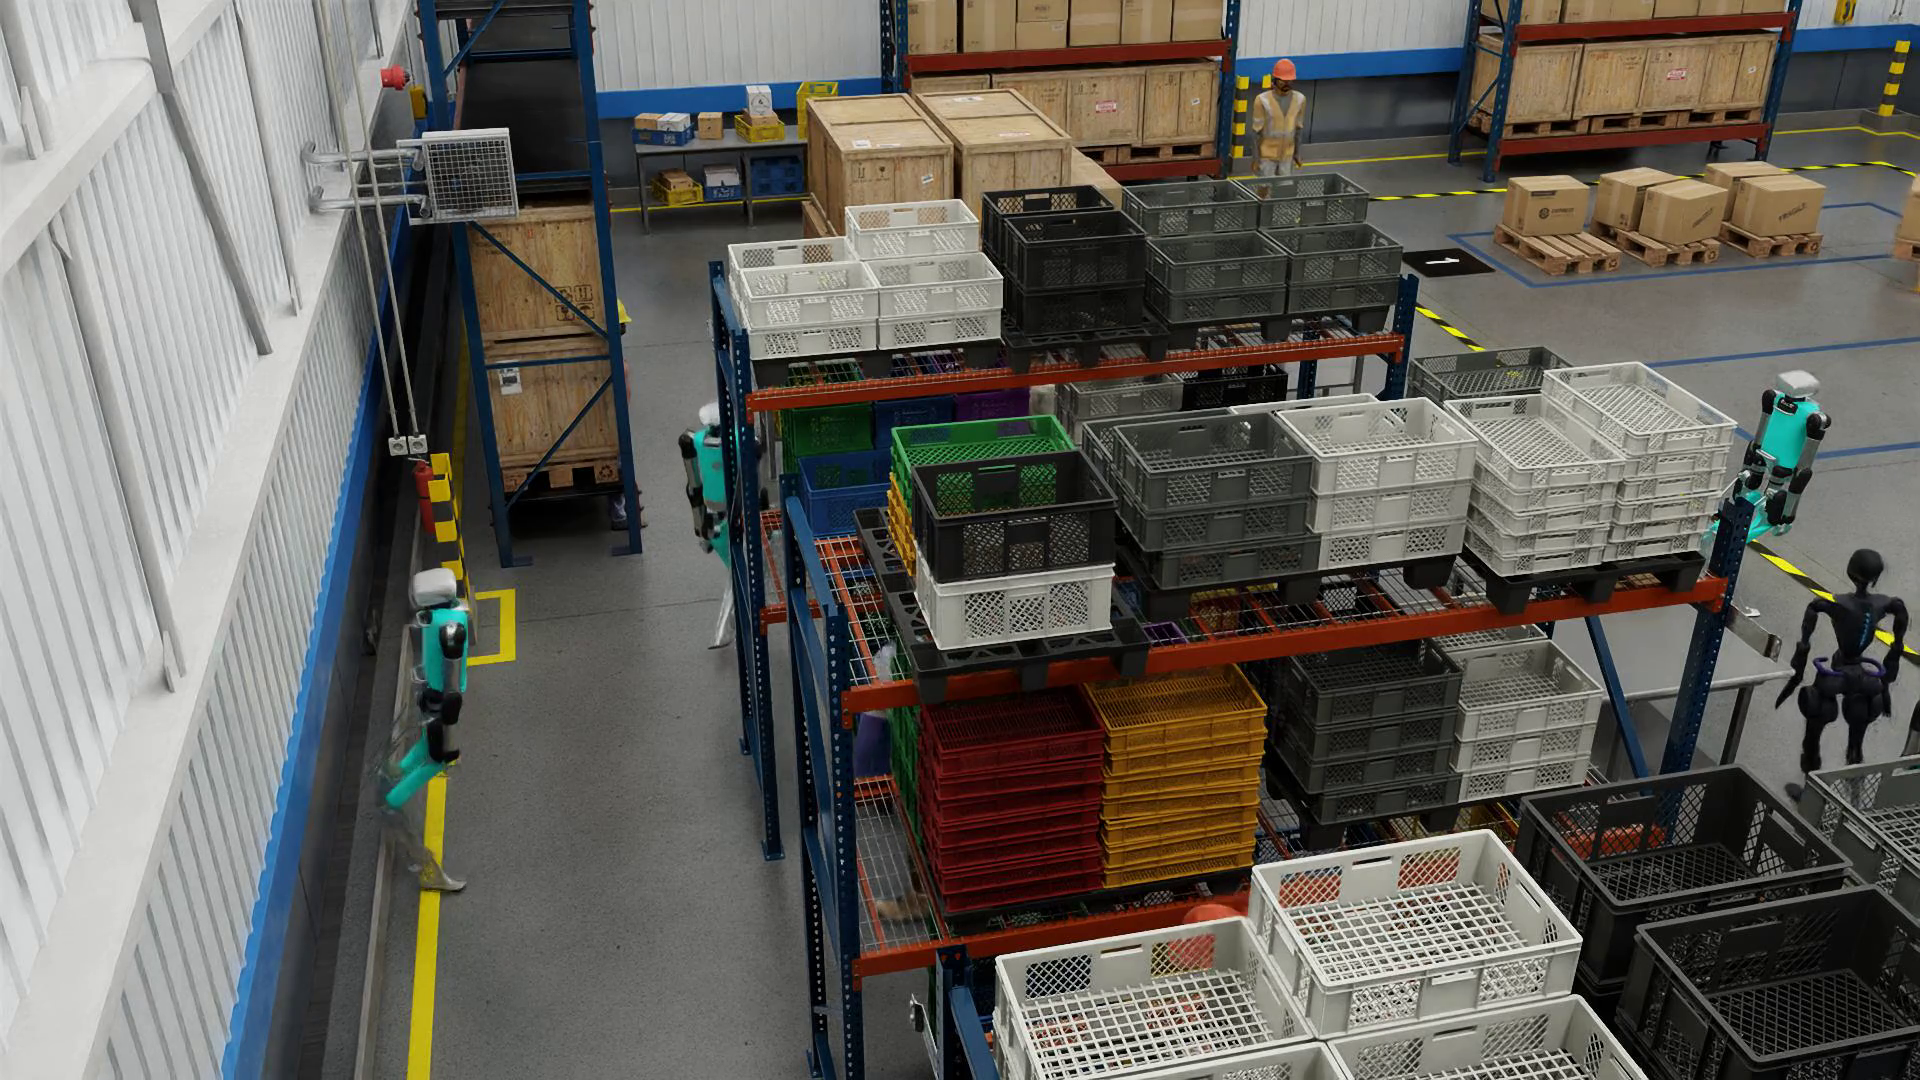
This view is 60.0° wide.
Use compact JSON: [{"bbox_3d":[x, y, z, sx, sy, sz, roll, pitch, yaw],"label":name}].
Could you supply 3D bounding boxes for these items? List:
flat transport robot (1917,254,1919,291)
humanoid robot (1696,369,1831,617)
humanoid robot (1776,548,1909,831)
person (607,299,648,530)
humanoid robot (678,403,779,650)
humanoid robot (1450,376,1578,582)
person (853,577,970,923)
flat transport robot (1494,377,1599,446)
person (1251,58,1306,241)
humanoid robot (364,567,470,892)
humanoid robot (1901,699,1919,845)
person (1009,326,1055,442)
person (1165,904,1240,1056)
[{"bbox_3d":[10.426,-2.855,17.434,0.652,0.197,1.431,13,31,24],"label":"flat transport robot"},{"bbox_3d":[5.108,-0.276,10.850,0.735,1.677,0.533,-7,29,-13],"label":"humanoid robot"},{"bbox_3d":[4.792,0.832,8.974,0.586,1.642,0.575,3,28,5],"label":"humanoid robot"},{"bbox_3d":[-2.512,-0.923,12.201,0.337,1.761,0.522,-8,29,-15],"label":"person"},{"bbox_3d":[-1.429,-0.140,10.745,0.547,1.734,1.026,6,28,11],"label":"humanoid robot"},{"bbox_3d":[3.634,-0.351,11.162,0.542,1.768,0.949,-25,37,-38],"label":"humanoid robot"},{"bbox_3d":[-0.201,1.041,8.210,0.795,2.019,0.472,-22,35,-35],"label":"person"},{"bbox_3d":[4.780,-1.036,14.013,0.659,0.231,1.431,-6,28,-12],"label":"flat transport robot"},{"bbox_3d":[3.458,-4.208,18.130,0.604,2.043,0.372,-7,29,-14],"label":"person"},{"bbox_3d":[-2.823,1.009,8.547,0.776,1.757,0.551,-12,30,-21],"label":"humanoid robot"},{"bbox_3d":[5.060,1.083,8.429,0.530,1.806,0.690,14,31,25],"label":"humanoid robot"},{"bbox_3d":[0.511,-0.632,11.567,0.368,1.835,0.525,-17,32,-28],"label":"person"},{"bbox_3d":[0.889,2.129,6.266,0.980,1.881,0.566,-6,28,-12],"label":"person"}]
